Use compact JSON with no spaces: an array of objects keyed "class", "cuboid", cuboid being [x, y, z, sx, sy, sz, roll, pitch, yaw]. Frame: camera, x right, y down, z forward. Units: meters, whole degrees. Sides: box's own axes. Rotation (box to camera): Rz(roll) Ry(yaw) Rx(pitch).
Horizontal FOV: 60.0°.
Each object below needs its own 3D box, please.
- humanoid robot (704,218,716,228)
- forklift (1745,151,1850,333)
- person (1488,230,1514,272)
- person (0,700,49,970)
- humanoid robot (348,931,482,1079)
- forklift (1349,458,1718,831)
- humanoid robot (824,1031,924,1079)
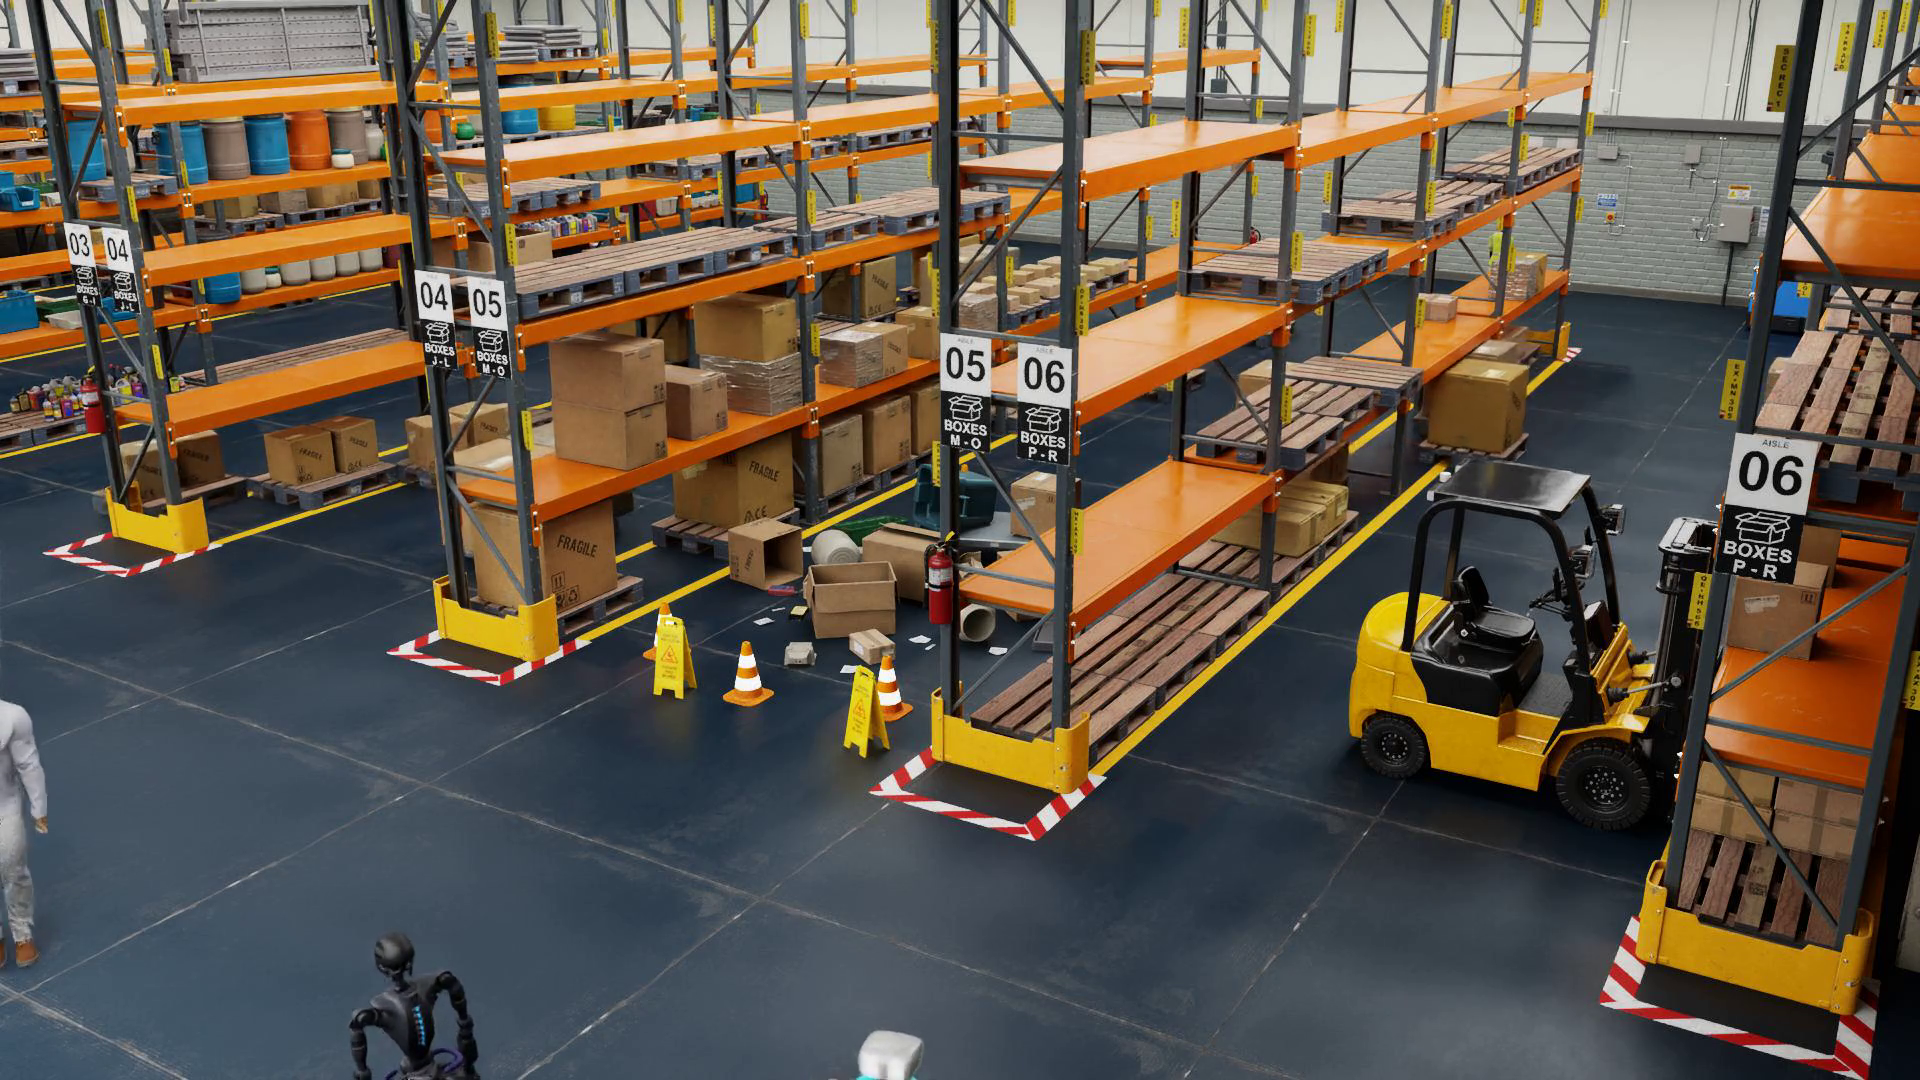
[{"class":"humanoid robot","cuboid":[-5.404,-7.416,35.897,0.316,1.650,0.597,11,22,29]},{"class":"forklift","cuboid":[13.620,-4.667,26.137,1.873,2.768,1.129,11,22,29]},{"class":"person","cuboid":[8.924,-4.501,27.440,0.318,1.696,0.536,-9,21,-24]},{"class":"person","cuboid":[-5.555,1.590,9.490,0.659,1.920,0.476,-12,22,-31]},{"class":"humanoid robot","cuboid":[-2.365,2.463,7.355,0.600,1.653,0.361,-17,25,-40]},{"class":"forklift","cuboid":[3.988,0.658,11.776,2.313,2.155,1.214,11,22,29]},{"class":"humanoid robot","cuboid":[-0.249,2.650,6.765,0.539,1.793,0.789,2,19,7]}]
